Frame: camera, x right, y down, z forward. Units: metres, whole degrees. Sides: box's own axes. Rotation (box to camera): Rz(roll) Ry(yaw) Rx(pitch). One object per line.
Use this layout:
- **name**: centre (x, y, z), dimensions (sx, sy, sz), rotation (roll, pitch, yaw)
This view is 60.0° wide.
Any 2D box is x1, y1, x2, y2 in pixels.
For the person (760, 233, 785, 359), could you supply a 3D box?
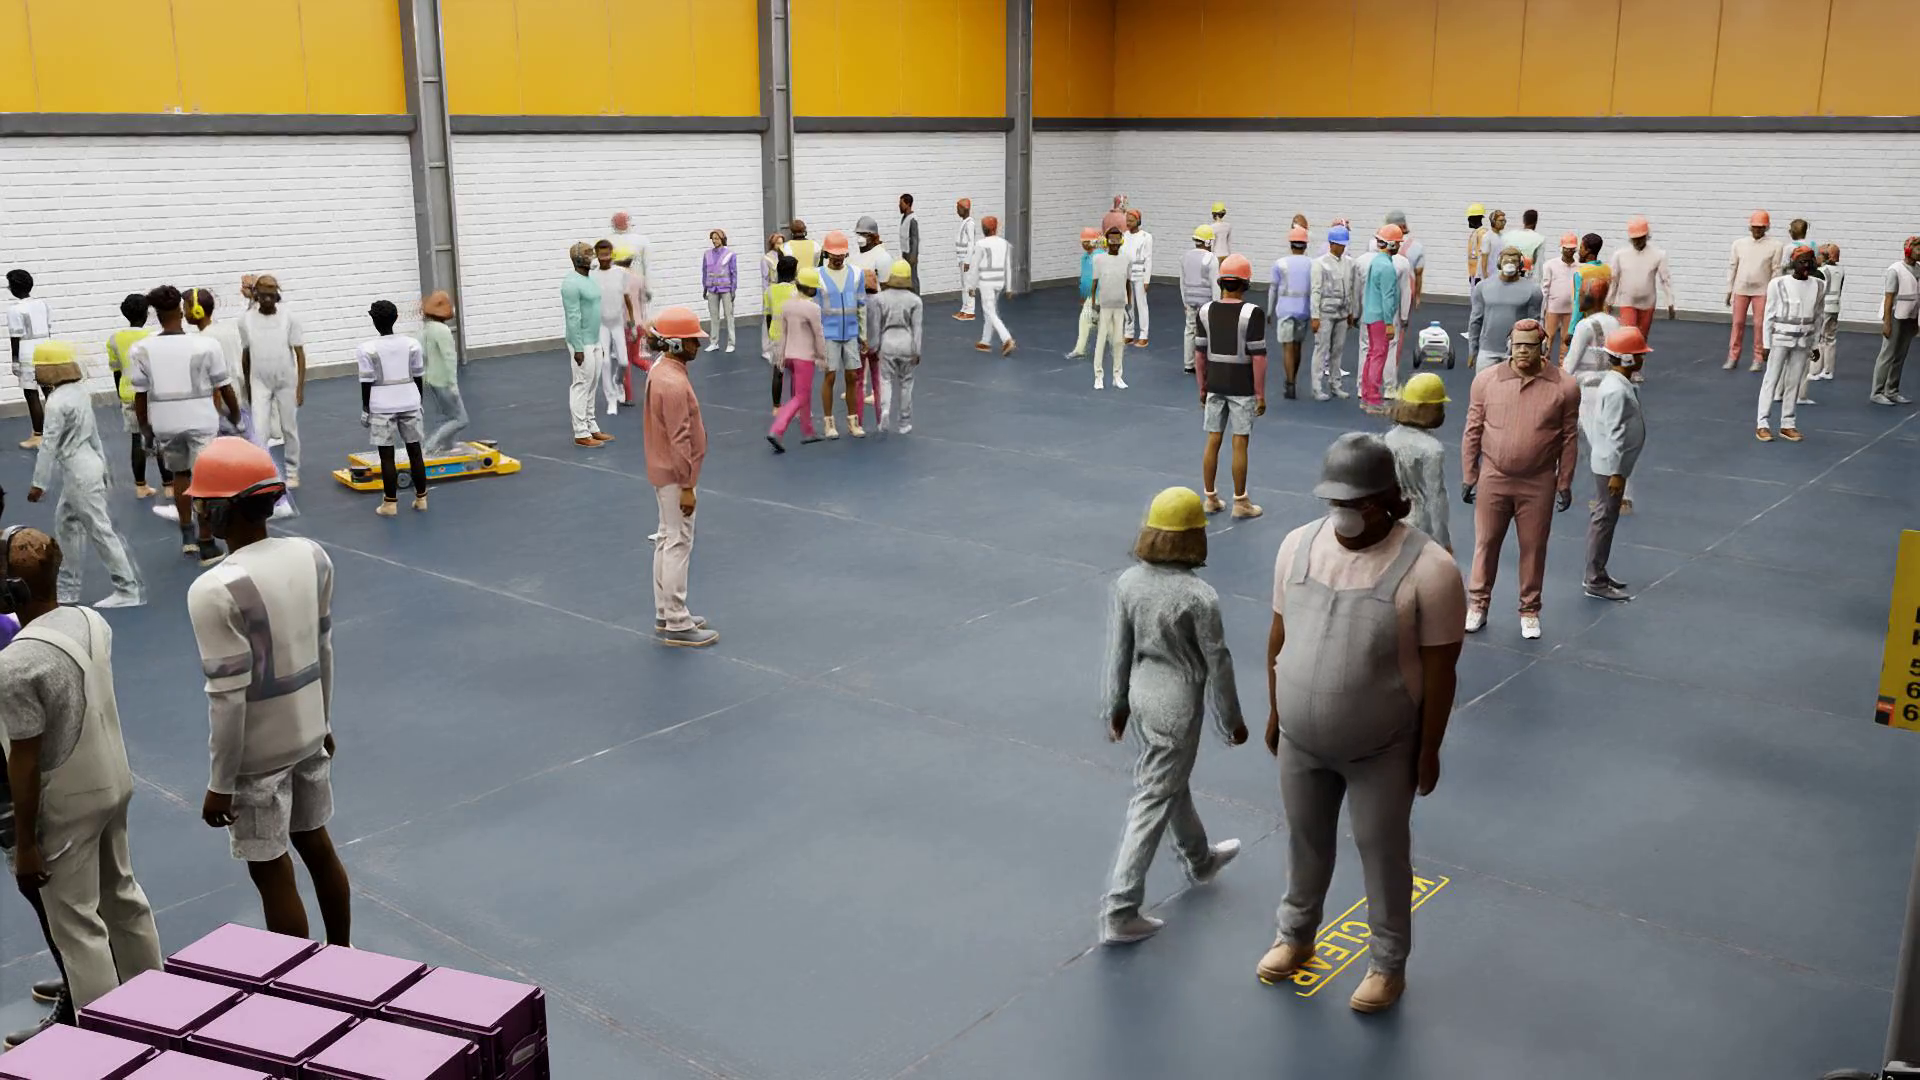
- **person**: centre (-2.409, -3.180, 21.721), dimensions (0.322, 1.631, 0.520), rotation (10, 17, 34)

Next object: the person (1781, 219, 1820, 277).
- **person**: centre (10.812, -3.244, 21.576), dimensions (0.531, 1.821, 0.605), rotation (-2, 14, -8)

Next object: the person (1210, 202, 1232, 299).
- **person**: centre (4.199, -4.604, 27.126), dimensions (0.524, 1.770, 0.315), rotation (-11, 18, -38)

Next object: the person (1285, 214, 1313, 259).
- **person**: centre (5.361, -4.357, 26.398), dimensions (0.335, 1.625, 0.516), rotation (-6, 15, -21)

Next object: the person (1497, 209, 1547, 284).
- **person**: centre (7.733, -3.563, 22.737), dimensions (0.915, 1.871, 0.621), rotation (-12, 18, -39)

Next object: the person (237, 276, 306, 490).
- **person**: centre (-5.631, -1.251, 13.650), dimensions (0.532, 1.804, 0.830), rotation (-3, 14, -12)

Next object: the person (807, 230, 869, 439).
- **person**: centre (-1.175, -1.980, 16.119), dimensions (0.616, 2.029, 0.409), rotation (-6, 15, -24)

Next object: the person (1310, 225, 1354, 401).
- **person**: centre (4.124, -2.504, 18.409), dimensions (0.618, 1.935, 0.428), rotation (-9, 17, -32)

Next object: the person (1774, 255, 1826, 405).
- **person**: centre (9.177, -2.295, 18.164), dimensions (0.310, 1.636, 0.522), rotation (-7, 16, -26)

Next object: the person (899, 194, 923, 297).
- **person**: centre (-0.808, -4.638, 26.956), dimensions (0.395, 1.919, 0.590), rotation (-4, 15, -17)

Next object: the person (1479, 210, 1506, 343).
- **person**: centre (7.446, -3.674, 23.252), dimensions (0.345, 1.846, 0.507), rotation (13, 19, 42)

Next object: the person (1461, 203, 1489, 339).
- **person**: centre (7.362, -3.832, 23.749), dimensions (0.420, 1.917, 0.588), rotation (2, 14, 8)

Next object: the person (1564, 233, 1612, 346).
- **person**: centre (6.501, -2.211, 17.263), dimensions (0.593, 1.917, 0.391), rotation (-13, 19, -42)

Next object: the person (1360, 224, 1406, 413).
- **person**: centre (4.492, -2.345, 17.668), dimensions (0.406, 1.986, 0.620), rotation (0, 14, 1)

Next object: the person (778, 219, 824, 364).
- **person**: centre (-2.020, -3.134, 21.114), dimensions (0.619, 1.838, 0.430), rotation (-6, 15, -21)

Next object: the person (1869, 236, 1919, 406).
- **person**: centre (10.226, -2.383, 18.118), dimensions (0.563, 1.837, 0.387), rotation (-8, 16, -29)

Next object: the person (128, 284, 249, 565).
- **person**: centre (-5.352, -0.805, 11.605), dimensions (0.669, 1.939, 0.572), rotation (-2, 14, -6)

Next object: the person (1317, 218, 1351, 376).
- **person**: centre (4.593, -2.964, 20.316), dimensions (0.401, 1.900, 0.650), rotation (-2, 14, -8)

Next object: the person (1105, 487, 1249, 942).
- **person**: centre (0.850, 0.638, 6.314), dimensions (0.857, 1.703, 0.498), rotation (-10, 17, -33)

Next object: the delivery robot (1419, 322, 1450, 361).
- **delivery robot**: centre (6.000, -2.516, 21.052), dimensions (0.477, 0.478, 0.707), rotation (3, 14, 12)

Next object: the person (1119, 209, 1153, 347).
- **person**: centre (2.399, -3.600, 22.898), dimensions (0.345, 1.876, 0.578), rotation (-13, 19, -43)

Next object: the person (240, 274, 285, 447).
- **person**: centre (-6.622, -1.700, 15.776), dimensions (0.310, 1.642, 0.514), rotation (-8, 16, -29)

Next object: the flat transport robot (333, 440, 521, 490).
- **flat transport robot**: centre (-4.613, -0.661, 14.404), dimensions (1.431, 0.197, 0.652), rotation (-10, 17, -35)

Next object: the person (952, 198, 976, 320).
- **person**: centre (0.082, -4.387, 26.021), dimensions (0.356, 1.886, 0.574), rotation (-3, 14, -11)

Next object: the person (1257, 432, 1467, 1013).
- **person**: centre (1.330, 0.615, 5.715), dimensions (0.690, 2.000, 0.537), rotation (12, 18, 40)

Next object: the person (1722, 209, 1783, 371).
- **person**: centre (9.819, -3.091, 20.626), dimensions (0.625, 1.989, 0.401), rotation (11, 18, 38)

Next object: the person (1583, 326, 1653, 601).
- **person**: centre (4.238, -0.499, 10.742), dimensions (0.316, 1.756, 0.560), rotation (5, 15, 19)

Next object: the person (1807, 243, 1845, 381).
- **person**: centre (10.328, -2.716, 19.865), dimensions (0.509, 1.628, 0.320), rotation (-8, 16, -30)

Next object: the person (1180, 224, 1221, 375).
- **person**: centre (2.932, -2.891, 20.148), dimensions (0.404, 1.833, 0.590), rotation (-12, 19, -40)

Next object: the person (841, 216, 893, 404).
- **person**: centre (-1.056, -2.523, 18.257), dimensions (0.538, 2.000, 0.682), rotation (-13, 19, -41)

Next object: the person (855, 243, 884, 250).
- **person**: centre (-1.314, -3.713, 23.854), dimensions (0.500, 1.626, 0.308), rotation (-10, 17, -35)

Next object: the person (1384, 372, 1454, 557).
- **person**: centre (2.469, -0.043, 8.975), dimensions (0.373, 1.730, 0.496), rotation (-3, 14, -10)
